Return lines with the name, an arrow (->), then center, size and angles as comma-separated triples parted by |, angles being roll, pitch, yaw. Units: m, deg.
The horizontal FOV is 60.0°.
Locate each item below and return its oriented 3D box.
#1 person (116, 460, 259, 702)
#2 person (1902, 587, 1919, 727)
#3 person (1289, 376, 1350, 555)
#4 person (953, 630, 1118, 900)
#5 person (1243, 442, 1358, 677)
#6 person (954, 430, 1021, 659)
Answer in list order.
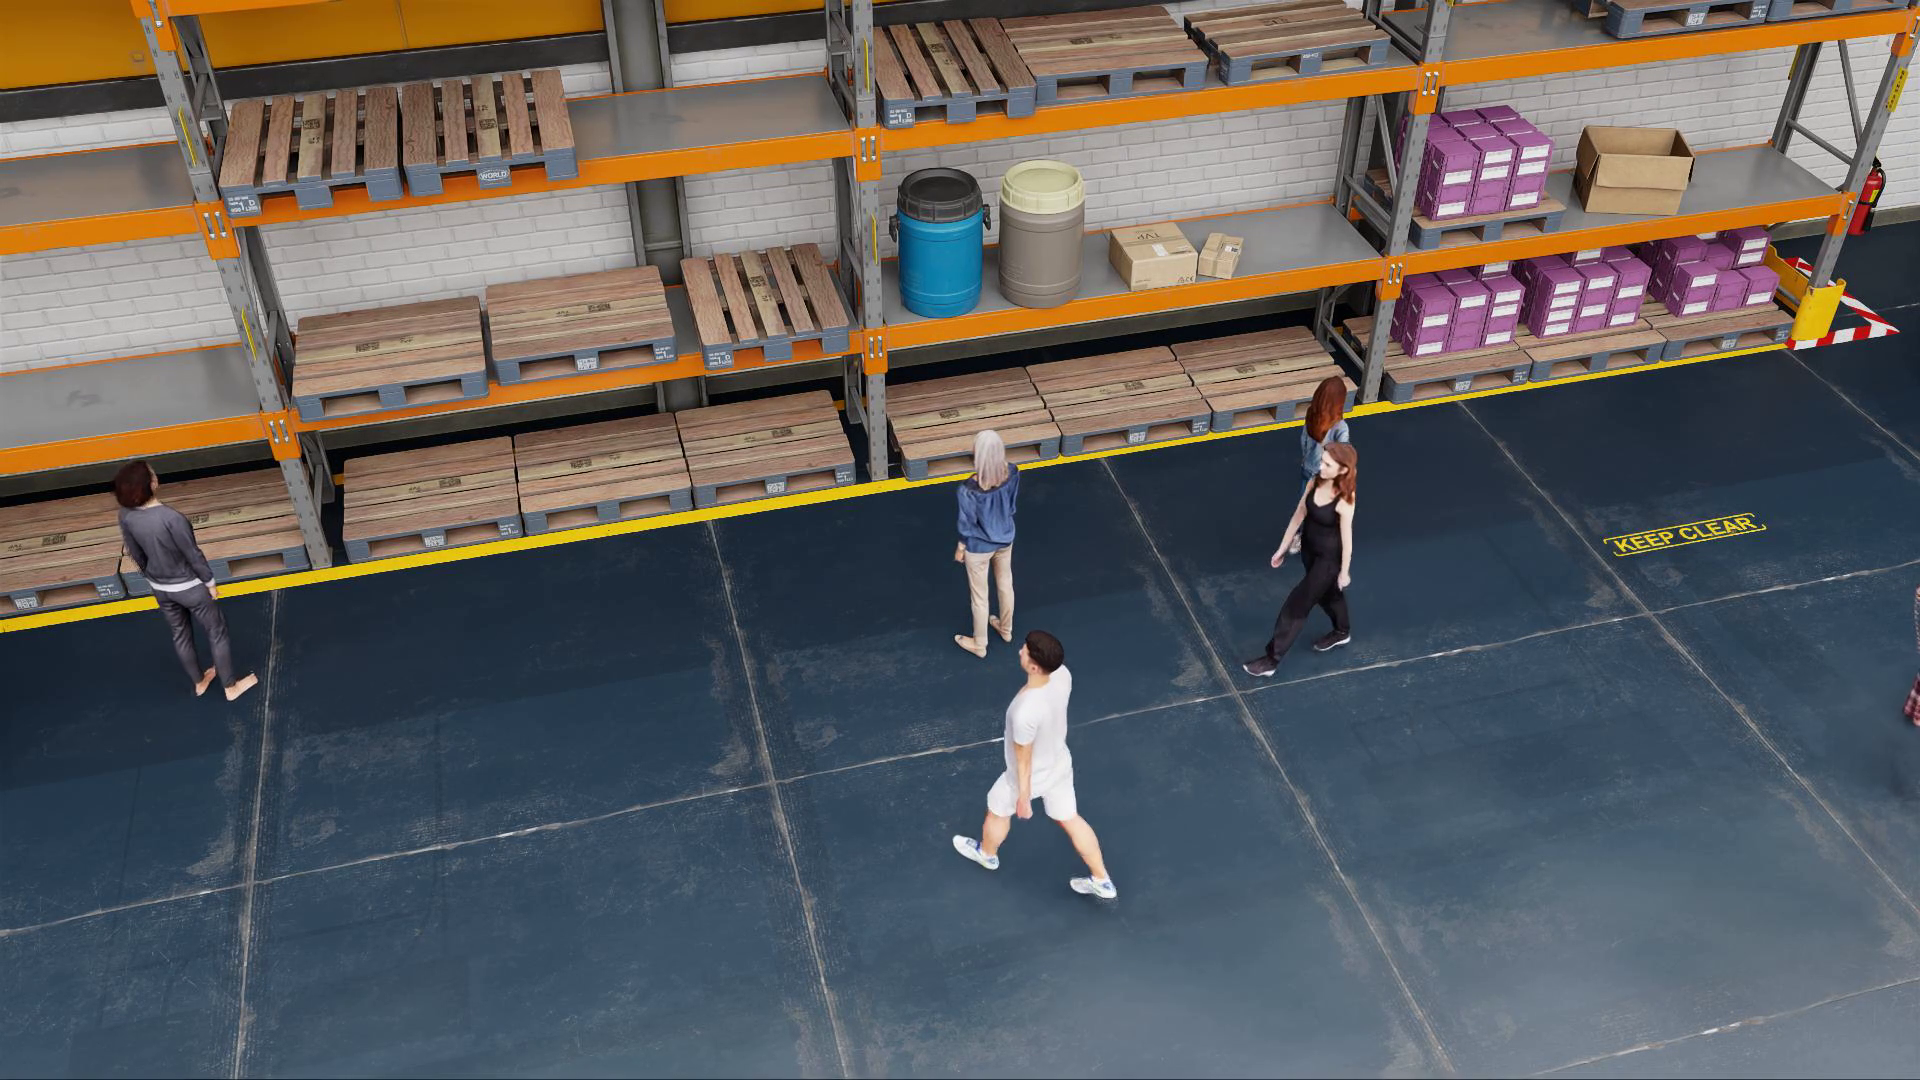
person -> -4.767, 0.264, 10.129 | 0.626, 1.769, 0.761 | 6, 39, 8
person -> 6.024, 0.446, 9.971 | 0.933, 1.682, 0.994 | 20, 43, 23
person -> 2.449, -0.474, 11.286 | 0.607, 1.477, 0.623 | -23, 44, -26
person -> 0.507, 1.253, 8.856 | 1.275, 1.812, 1.254 | 22, 44, 25
person -> 2.349, 0.084, 10.412 | 1.130, 1.696, 0.688 | -15, 41, -18
person -> 0.179, 0.016, 10.504 | 0.642, 1.698, 0.756 | -28, 46, -30
